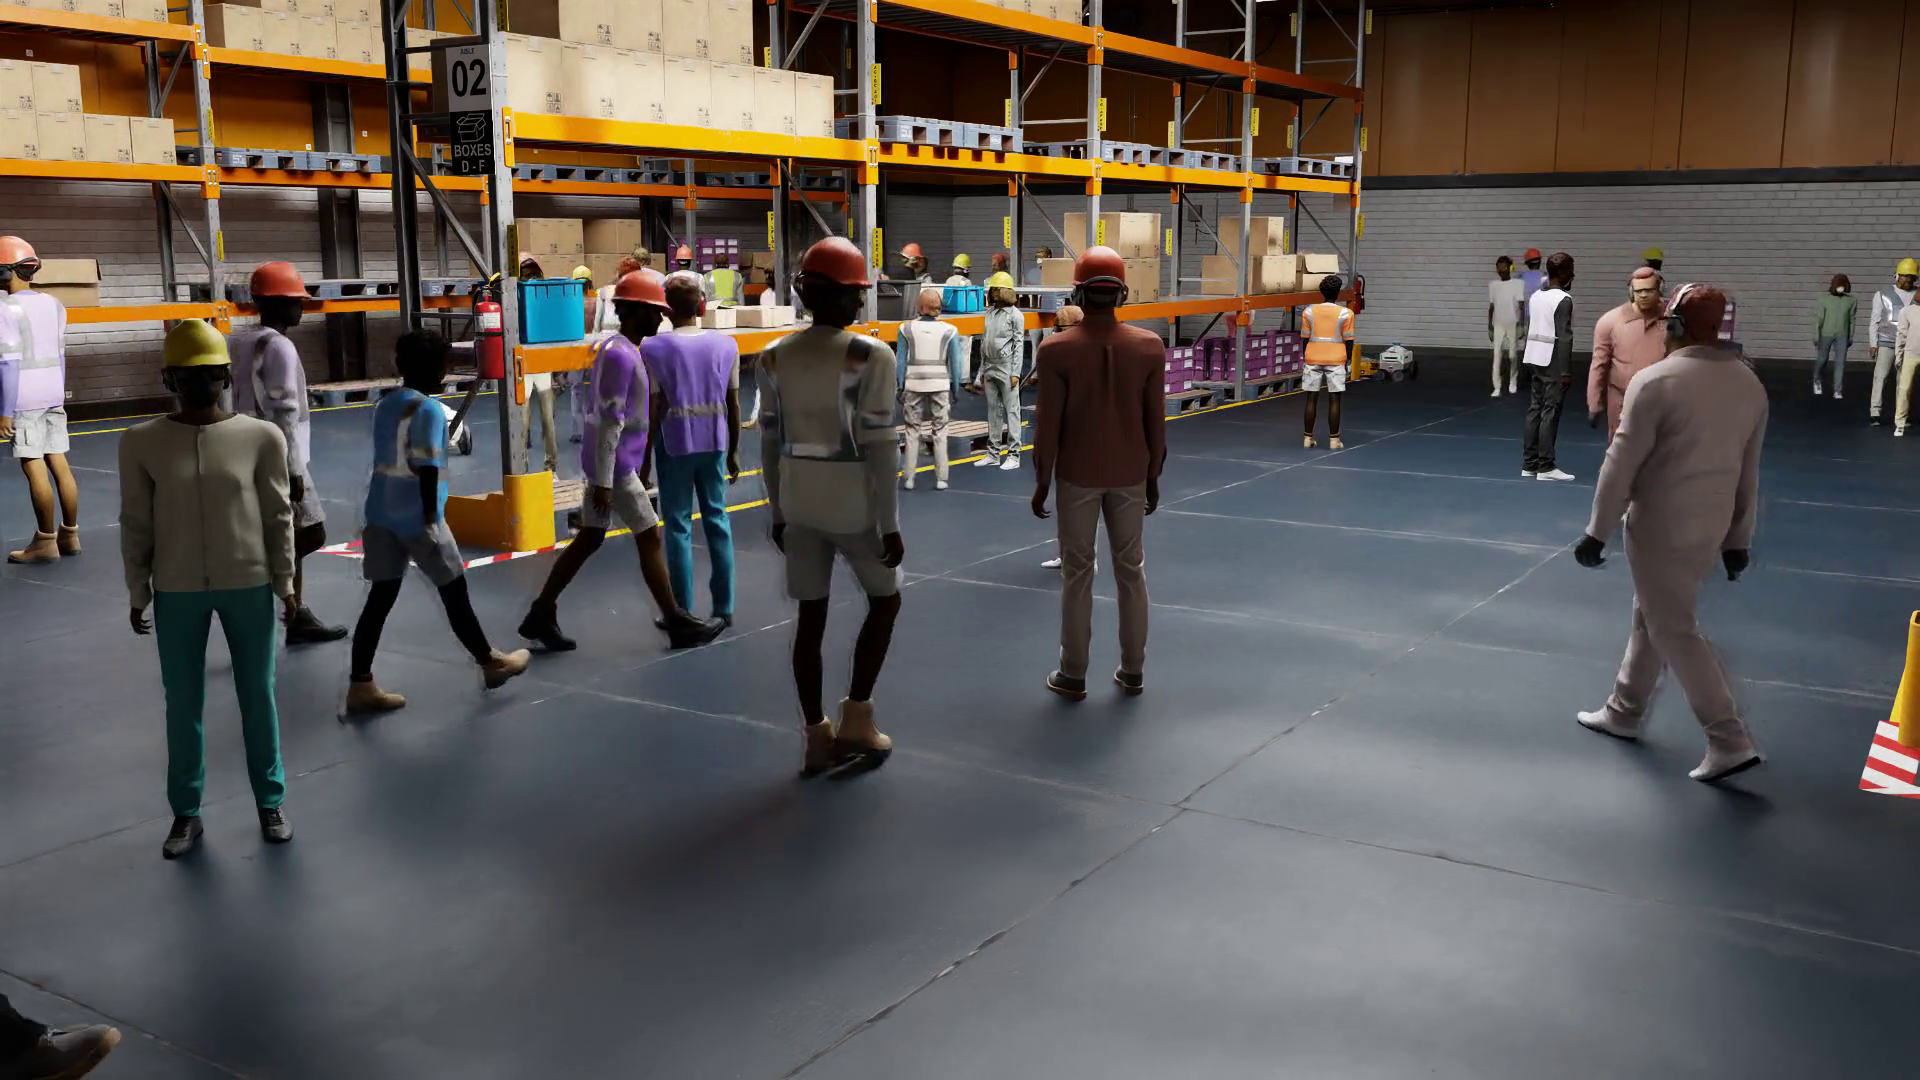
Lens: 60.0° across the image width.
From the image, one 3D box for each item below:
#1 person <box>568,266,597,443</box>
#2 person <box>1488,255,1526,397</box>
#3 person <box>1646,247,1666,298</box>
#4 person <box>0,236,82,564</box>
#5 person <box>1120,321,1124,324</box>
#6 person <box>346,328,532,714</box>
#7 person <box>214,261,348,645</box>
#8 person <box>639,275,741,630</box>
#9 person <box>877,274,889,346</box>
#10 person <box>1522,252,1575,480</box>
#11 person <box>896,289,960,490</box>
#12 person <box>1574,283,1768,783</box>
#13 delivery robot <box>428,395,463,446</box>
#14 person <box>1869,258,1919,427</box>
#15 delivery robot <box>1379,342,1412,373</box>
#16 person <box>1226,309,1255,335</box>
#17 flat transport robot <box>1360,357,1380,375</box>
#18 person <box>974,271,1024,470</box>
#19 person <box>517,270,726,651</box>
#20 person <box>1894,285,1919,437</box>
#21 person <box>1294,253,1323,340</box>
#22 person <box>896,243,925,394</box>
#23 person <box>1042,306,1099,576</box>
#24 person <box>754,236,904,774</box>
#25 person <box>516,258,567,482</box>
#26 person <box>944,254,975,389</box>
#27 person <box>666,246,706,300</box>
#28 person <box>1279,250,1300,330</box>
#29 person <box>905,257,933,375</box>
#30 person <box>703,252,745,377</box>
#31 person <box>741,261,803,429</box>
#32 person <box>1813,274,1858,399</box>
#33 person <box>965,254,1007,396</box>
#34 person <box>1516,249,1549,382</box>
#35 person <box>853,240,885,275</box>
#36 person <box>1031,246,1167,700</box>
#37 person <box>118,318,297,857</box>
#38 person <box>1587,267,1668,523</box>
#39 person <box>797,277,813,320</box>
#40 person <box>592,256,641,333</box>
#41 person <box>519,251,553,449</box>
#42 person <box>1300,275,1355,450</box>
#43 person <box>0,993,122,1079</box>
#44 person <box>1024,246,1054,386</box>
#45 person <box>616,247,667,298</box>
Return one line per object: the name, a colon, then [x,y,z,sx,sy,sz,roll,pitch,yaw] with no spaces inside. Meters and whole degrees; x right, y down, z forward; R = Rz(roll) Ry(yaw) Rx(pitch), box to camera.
person: [-3.766,-1.859,16.693,0.533,1.768,0.310,-4,11,-22]
person: [7.148,-2.795,21.711,0.530,1.833,0.876,6,12,29]
person: [10.265,-3.412,24.874,0.497,1.914,0.604,10,14,42]
person: [-5.847,-0.870,10.443,0.388,2.045,0.605,1,10,6]
person: [2.688,-4.137,28.943,0.642,1.911,0.917,1,10,3]
person: [-2.329,-0.094,7.235,0.561,1.633,0.841,9,14,41]
person: [-3.378,-0.398,8.166,0.552,1.923,0.569,-8,13,-37]
person: [-1.384,-0.436,8.590,0.570,1.843,0.372,-7,12,-34]
person: [-0.933,-2.204,18.950,0.315,1.640,0.515,-4,11,-21]
person: [4.991,-1.464,14.083,0.378,1.917,0.598,-2,10,-9]
person: [-0.261,-1.204,13.443,0.523,1.633,0.325,0,10,-1]
person: [2.769,-0.044,6.369,0.647,1.869,0.958,-5,12,-27]
delivery robot: [-4.981,-1.129,15.744,0.477,0.478,0.707,-7,12,-35]
person: [10.205,-2.141,18.079,0.588,1.831,0.404,2,10,11]
delivery robot: [6.294,-2.619,23.999,0.477,0.478,0.707,5,11,26]
person: [4.248,-3.397,25.286,0.520,1.747,0.410,5,11,25]
flat transport robot: [5.924,-2.642,25.172,0.652,0.197,1.431,0,10,0]
person: [0.356,-1.500,14.763,0.290,1.746,0.487,-10,14,-43]
person: [-1.713,-0.366,8.135,1.014,1.881,0.593,-3,11,-15]
person: [9.872,-1.860,17.087,0.497,1.628,0.287,4,11,23]
person: [5.401,-3.527,25.798,0.593,1.819,0.404,1,10,6]
person: [-0.656,-2.892,21.810,0.416,1.991,0.625,-2,10,-13]
person: [0.681,-0.593,10.044,0.266,1.631,0.507,-3,11,-18]
person: [-0.454,-0.125,6.346,0.635,2.029,0.524,5,11,26]
person: [-3.516,-1.370,13.692,0.532,1.871,0.321,-2,10,-11]
person: [0.030,-2.965,22.642,0.404,1.828,0.603,-8,13,-36]
person: [-3.685,-2.972,22.383,0.545,1.938,0.357,-1,10,-6]
person: [5.235,-3.647,26.316,0.838,1.870,0.654,5,11,27]
person: [-0.580,-3.246,24.284,0.849,1.794,0.542,-7,12,-33]
person: [-3.484,-3.304,24.496,0.634,1.839,0.429,-3,11,-15]
person: [-1.924,-2.101,17.966,0.632,1.802,0.952,9,13,39]
person: [11.308,-2.651,21.536,0.500,1.602,0.802,3,11,16]
person: [0.474,-2.797,21.679,0.589,1.836,0.887,9,13,40]
person: [8.273,-3.218,23.903,0.592,1.885,0.853,6,12,30]
person: [-1.506,-3.590,25.521,0.692,2.000,0.535,7,12,33]
person: [0.610,-0.287,7.348,0.611,1.996,0.379,-3,11,-14]
person: [-2.476,0.157,5.511,0.531,1.772,0.301,-4,11,-22]
person: [4.729,-0.969,11.565,0.701,1.850,0.966,3,11,18]
person: [-2.175,-3.431,25.358,0.631,1.794,0.968,0,10,1]
person: [-3.271,-1.812,16.163,0.624,1.860,0.428,4,11,21]
person: [-4.157,-1.835,16.150,0.563,1.913,0.562,0,10,2]
person: [3.551,-1.714,16.104,0.530,1.689,0.322,5,11,25]
person: [-2.562,0.371,3.862,1.088,1.933,0.632,0,10,1]
person: [1.161,-3.082,22.991,0.628,1.940,0.373,7,12,32]
person: [-3.923,-2.652,20.607,0.633,1.938,0.356,-3,11,-15]
